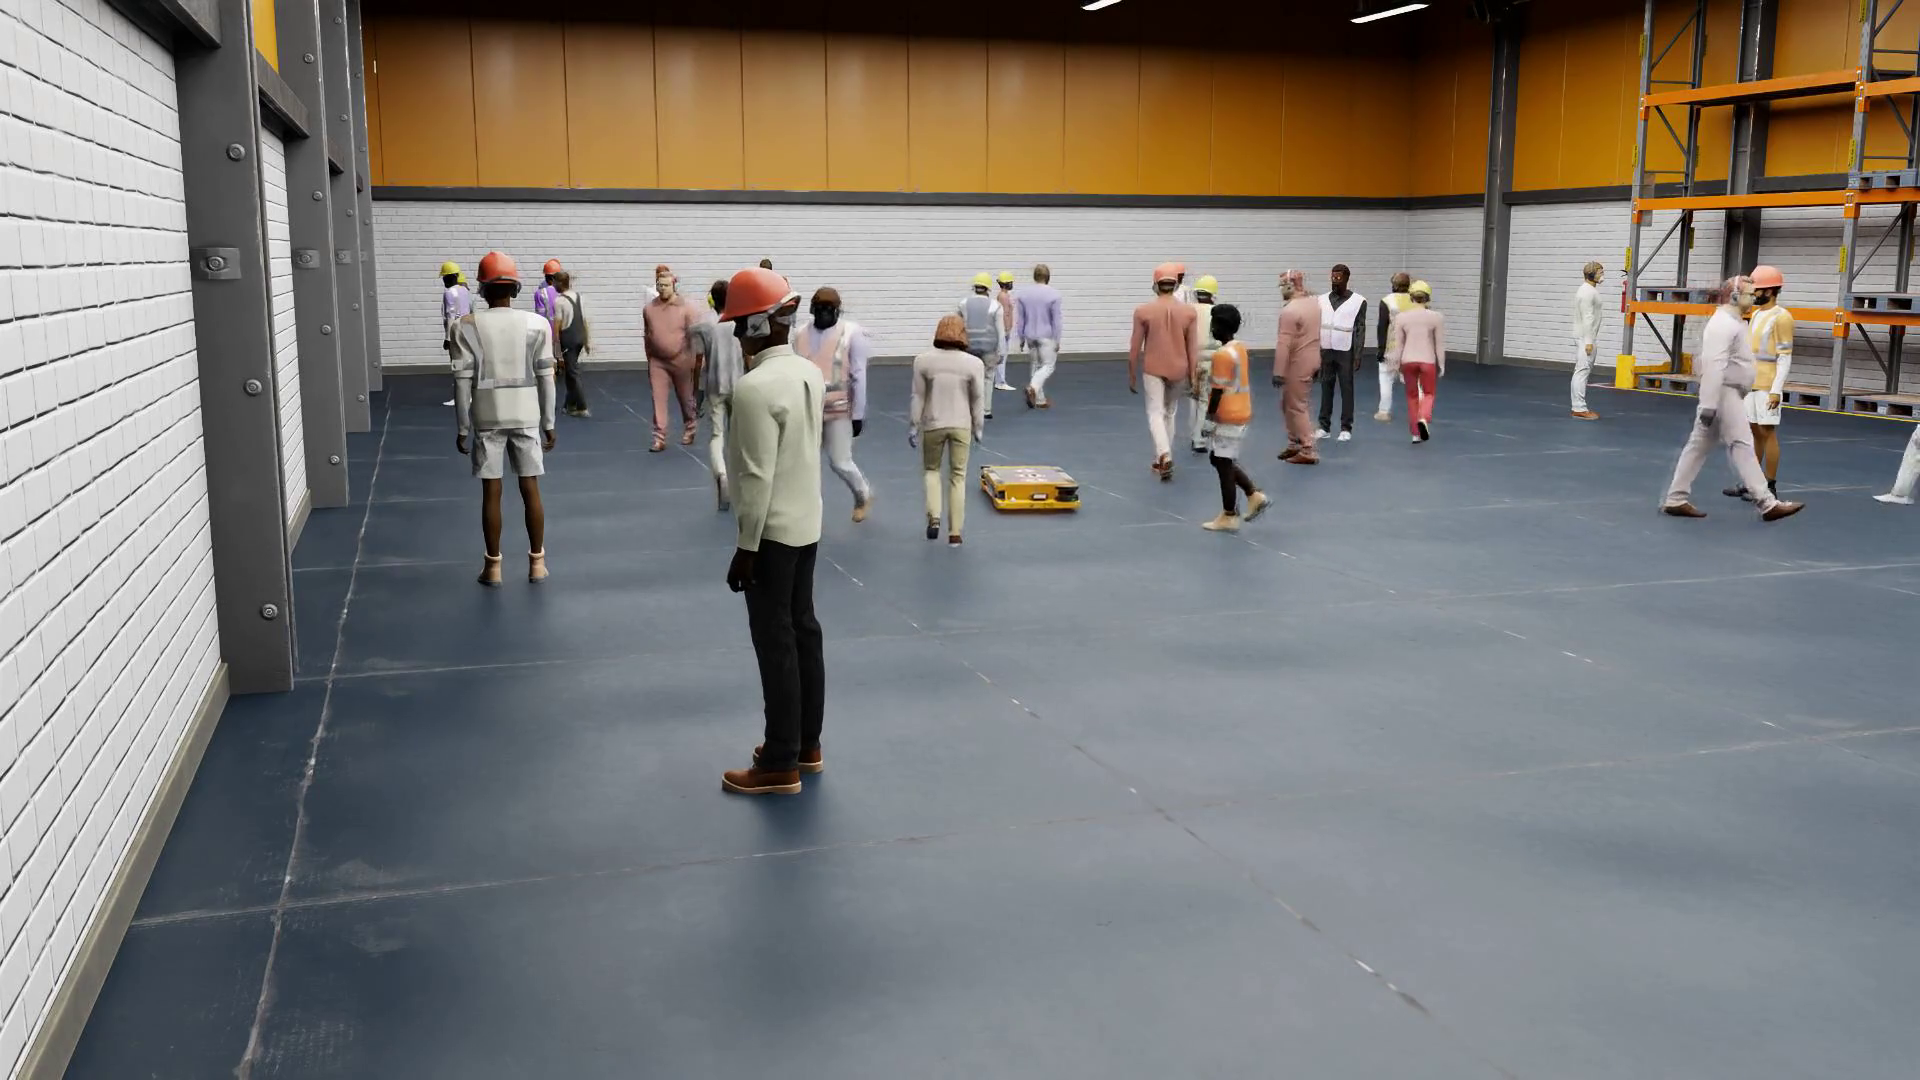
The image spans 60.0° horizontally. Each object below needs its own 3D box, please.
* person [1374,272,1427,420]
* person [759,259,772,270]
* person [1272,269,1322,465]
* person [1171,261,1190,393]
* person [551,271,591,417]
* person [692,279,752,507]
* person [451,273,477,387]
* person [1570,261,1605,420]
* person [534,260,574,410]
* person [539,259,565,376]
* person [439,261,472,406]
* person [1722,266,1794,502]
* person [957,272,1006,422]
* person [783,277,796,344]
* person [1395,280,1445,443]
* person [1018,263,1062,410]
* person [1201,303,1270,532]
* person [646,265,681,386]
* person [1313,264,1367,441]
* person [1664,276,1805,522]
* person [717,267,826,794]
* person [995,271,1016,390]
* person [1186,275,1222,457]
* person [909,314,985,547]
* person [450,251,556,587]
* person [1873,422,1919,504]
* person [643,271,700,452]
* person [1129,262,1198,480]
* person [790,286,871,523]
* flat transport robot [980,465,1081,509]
[{"bbox_3d":[5.357,-2.328,20.128,0.634,1.823,0.737,-3,10,-17],"label":"person"},{"bbox_3d":[-3.360,-3.900,28.856,0.636,1.938,0.358,2,10,14],"label":"person"},{"bbox_3d":[3.200,-1.667,16.092,0.643,1.876,0.664,7,12,34],"label":"person"},{"bbox_3d":[3.119,-2.991,23.626,0.523,1.927,0.561,2,10,13],"label":"person"},{"bbox_3d":[-4.904,-2.428,20.681,0.696,1.814,0.540,5,11,28],"label":"person"},{"bbox_3d":[-1.904,-1.188,13.490,0.524,1.837,0.809,-2,10,-12],"label":"person"},{"bbox_3d":[-7.602,-3.204,25.392,0.294,1.744,0.485,9,13,42],"label":"person"},{"bbox_3d":[7.732,-2.454,20.485,0.372,1.940,0.631,3,10,17],"label":"person"},{"bbox_3d":[-5.277,-2.665,21.696,0.546,1.942,0.348,-7,12,-34],"label":"person"},{"bbox_3d":[-6.716,-3.681,27.595,0.545,1.938,0.361,6,12,32],"label":"person"},{"bbox_3d":[-6.765,-2.762,22.297,0.366,1.928,0.585,1,10,6],"label":"person"},{"bbox_3d":[6.587,-1.281,13.701,0.363,1.933,0.552,0,10,-2],"label":"person"},{"bbox_3d":[0.255,-2.322,20.072,0.610,1.813,0.445,3,10,15],"label":"person"},{"bbox_3d":[-3.099,-3.767,29.005,0.497,1.627,0.287,2,10,10],"label":"person"},{"bbox_3d":[4.887,-1.885,17.732,0.542,1.744,0.504,4,11,22],"label":"person"},{"bbox_3d":[1.001,-2.594,21.361,0.639,1.921,0.722,6,12,32],"label":"person"},{"bbox_3d":[1.982,-0.884,12.155,0.419,1.680,0.535,3,10,19],"label":"person"},{"bbox_3d":[-4.607,-3.338,25.830,0.587,1.862,0.741,-7,12,-35],"label":"person"},{"bbox_3d":[4.137,-2.044,18.173,0.587,1.919,0.391,8,12,38],"label":"person"},{"bbox_3d":[5.910,-1.062,12.638,0.995,1.855,0.674,4,11,23],"label":"person"},{"bbox_3d":[-0.712,-0.031,6.316,0.387,1.988,0.608,3,10,16],"label":"person"},{"bbox_3d":[0.674,-3.117,24.824,0.315,1.769,0.523,-1,10,-6],"label":"person"},{"bbox_3d":[2.502,-1.756,16.804,0.611,1.808,0.615,6,11,30],"label":"person"},{"bbox_3d":[-0.092,-0.761,11.622,0.529,1.612,0.390,1,10,4],"label":"person"},{"bbox_3d":[-2.794,-0.735,10.221,0.613,2.048,0.362,-4,11,-22],"label":"person"},{"bbox_3d":[7.952,-1.029,13.298,0.531,1.581,0.920,-9,13,-42],"label":"person"},{"bbox_3d":[-2.999,-1.878,17.406,0.648,1.861,0.992,2,10,10],"label":"person"},{"bbox_3d":[1.862,-1.536,15.109,0.621,1.966,0.942,-1,10,-7],"label":"person"},{"bbox_3d":[-0.944,-0.938,12.097,0.646,1.818,0.723,4,11,23],"label":"person"},{"bbox_3d":[0.558,-0.447,13.691,0.652,0.197,1.431,-1,10,-5],"label":"flat transport robot"}]
